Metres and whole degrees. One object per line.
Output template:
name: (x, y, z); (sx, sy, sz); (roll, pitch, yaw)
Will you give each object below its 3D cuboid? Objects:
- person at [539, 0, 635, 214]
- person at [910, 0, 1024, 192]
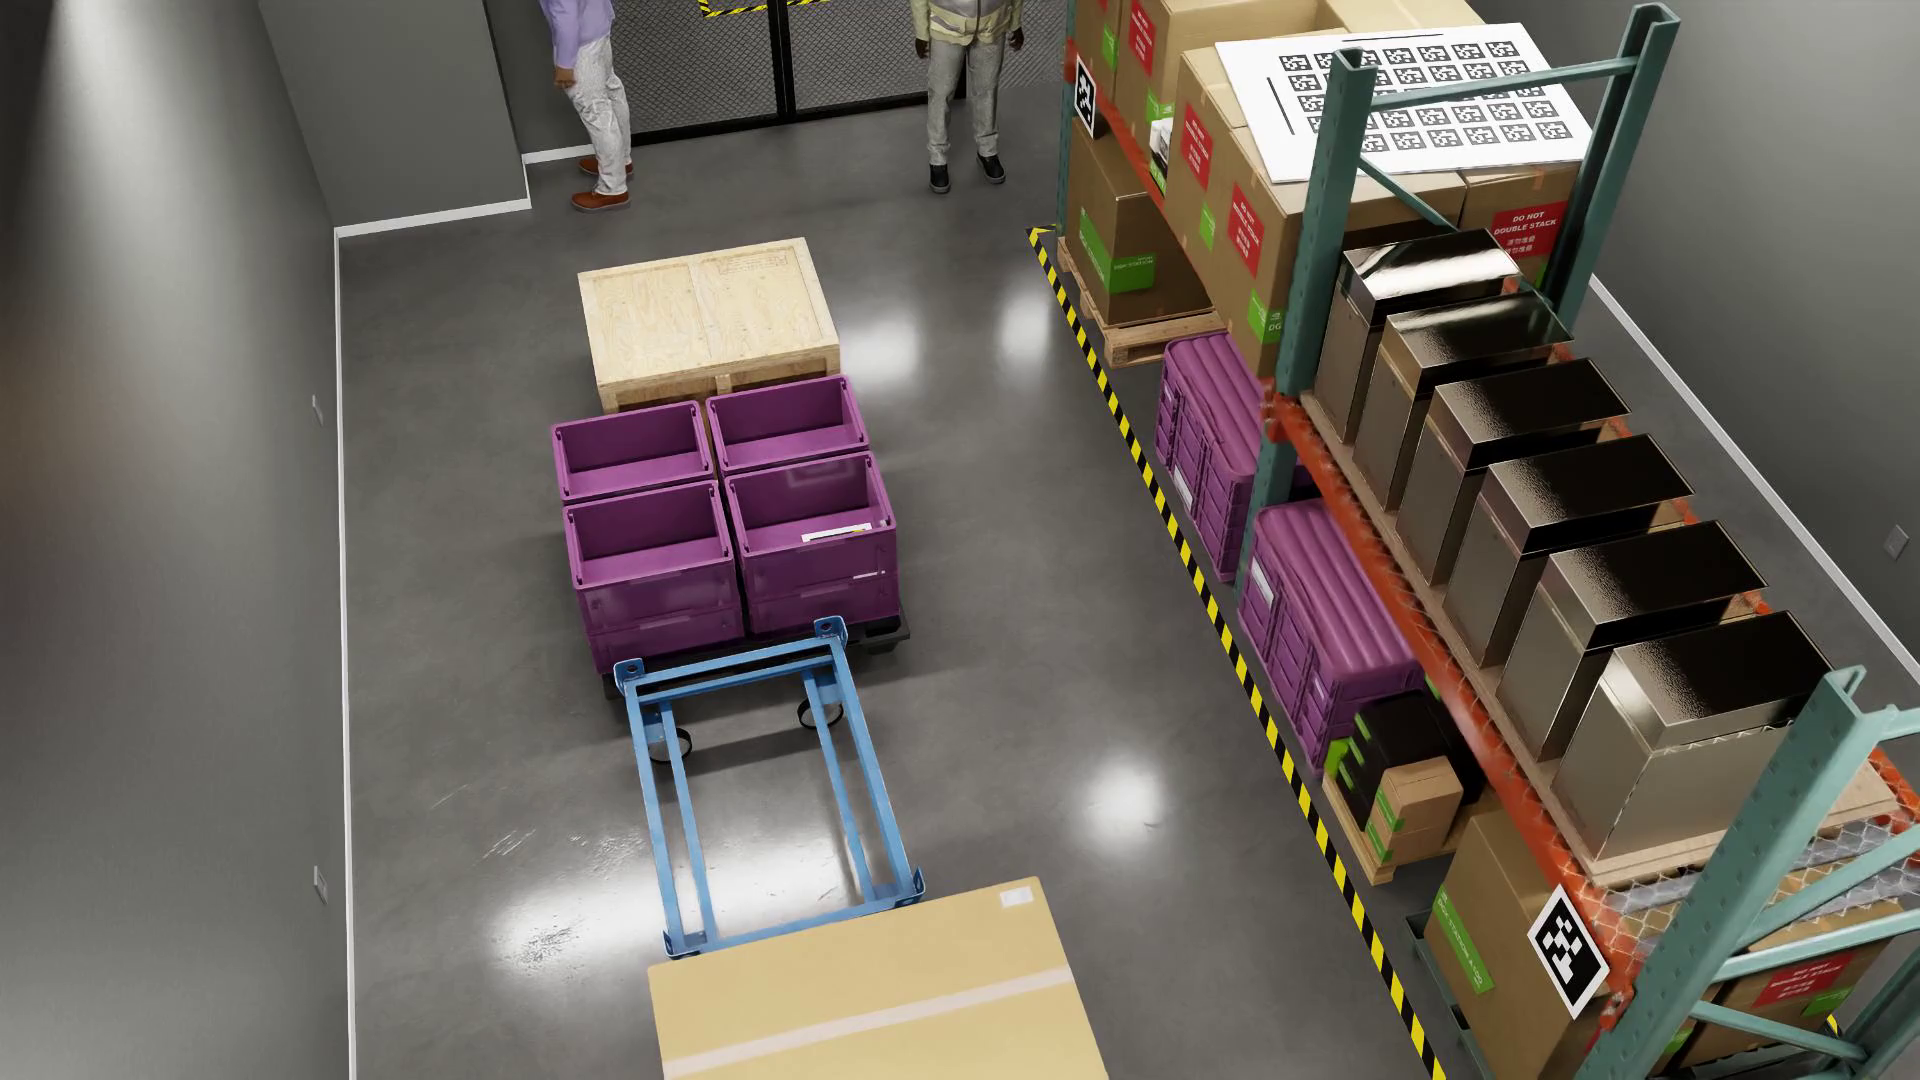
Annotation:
person: (-1.887, -2.502, 8.185); (0.376, 1.940, 0.629); (2, 47, 2)
person: (0.045, -2.599, 8.343); (0.586, 1.835, 0.403); (-11, 48, -10)
